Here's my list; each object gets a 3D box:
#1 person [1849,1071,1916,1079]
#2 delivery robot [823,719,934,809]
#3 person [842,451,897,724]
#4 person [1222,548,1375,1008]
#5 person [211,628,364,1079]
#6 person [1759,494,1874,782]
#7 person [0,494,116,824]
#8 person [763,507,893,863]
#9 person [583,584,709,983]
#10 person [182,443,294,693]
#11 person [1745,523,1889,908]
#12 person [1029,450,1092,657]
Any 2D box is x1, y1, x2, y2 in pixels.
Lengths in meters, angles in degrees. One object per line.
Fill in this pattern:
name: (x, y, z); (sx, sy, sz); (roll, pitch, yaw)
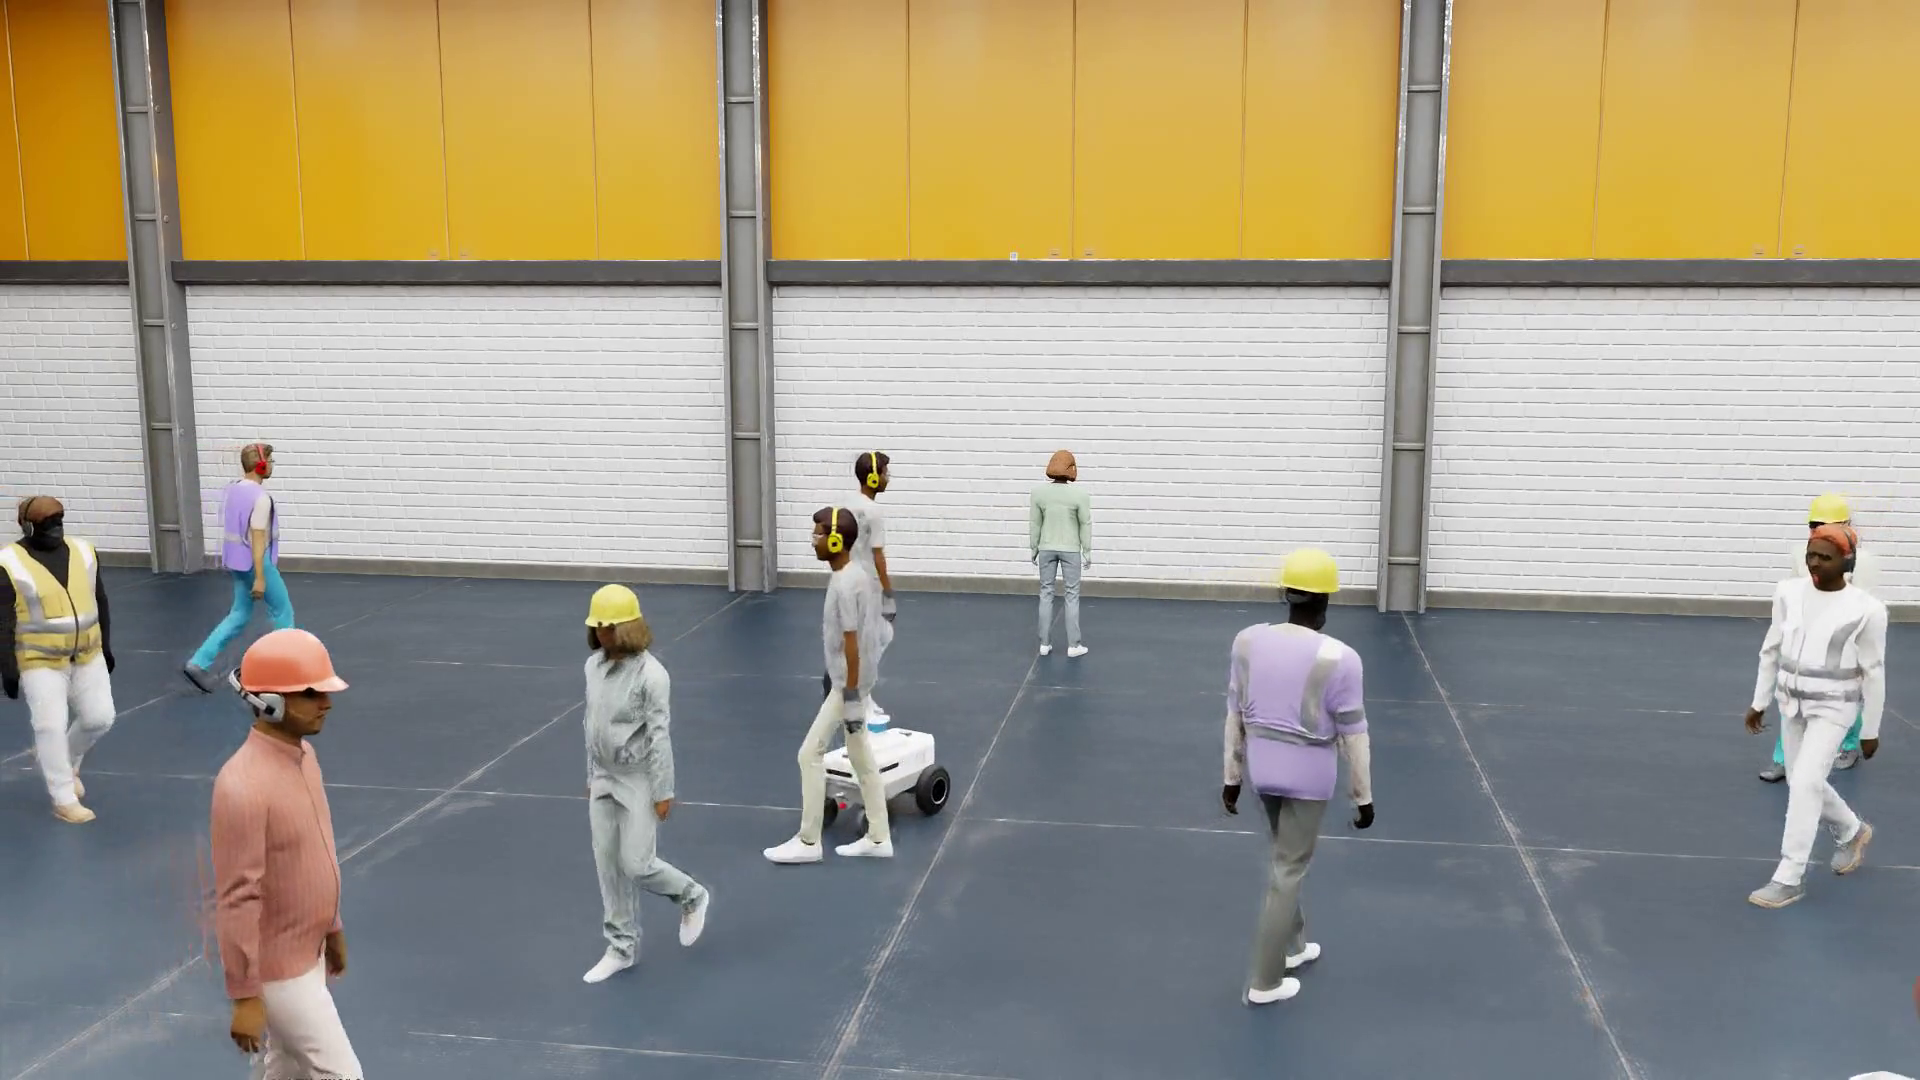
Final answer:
person: (1.793, 1.640, 3.057); (1.032, 1.837, 0.569); (-1, 9, -8)
delivery robot: (-0.454, 1.231, 9.184); (0.477, 0.478, 0.707); (6, 11, 34)
person: (-0.580, 0.325, 11.086); (0.472, 1.845, 0.553); (-4, 10, -26)
person: (1.460, 0.968, 6.950); (0.605, 1.894, 0.785); (9, 13, 44)
person: (-1.989, 1.243, 5.018); (0.514, 1.974, 0.650); (-1, 9, -6)
person: (5.183, 0.576, 9.932); (0.910, 1.721, 0.539); (-7, 11, -36)
person: (-4.986, 0.648, 9.152); (0.479, 1.830, 0.653); (6, 11, 31)
person: (-0.701, 0.748, 8.489); (0.782, 1.841, 0.549); (0, 9, 3)
person: (-1.397, 1.023, 7.169); (0.484, 1.729, 0.517); (7, 11, 36)
person: (-5.157, 0.203, 11.991); (0.574, 1.810, 0.889); (9, 13, 43)
person: (4.205, 0.818, 8.059); (0.876, 1.852, 0.573); (-4, 10, -22)
person: (0.793, 0.103, 13.111); (0.507, 1.632, 0.268); (3, 10, 20)
